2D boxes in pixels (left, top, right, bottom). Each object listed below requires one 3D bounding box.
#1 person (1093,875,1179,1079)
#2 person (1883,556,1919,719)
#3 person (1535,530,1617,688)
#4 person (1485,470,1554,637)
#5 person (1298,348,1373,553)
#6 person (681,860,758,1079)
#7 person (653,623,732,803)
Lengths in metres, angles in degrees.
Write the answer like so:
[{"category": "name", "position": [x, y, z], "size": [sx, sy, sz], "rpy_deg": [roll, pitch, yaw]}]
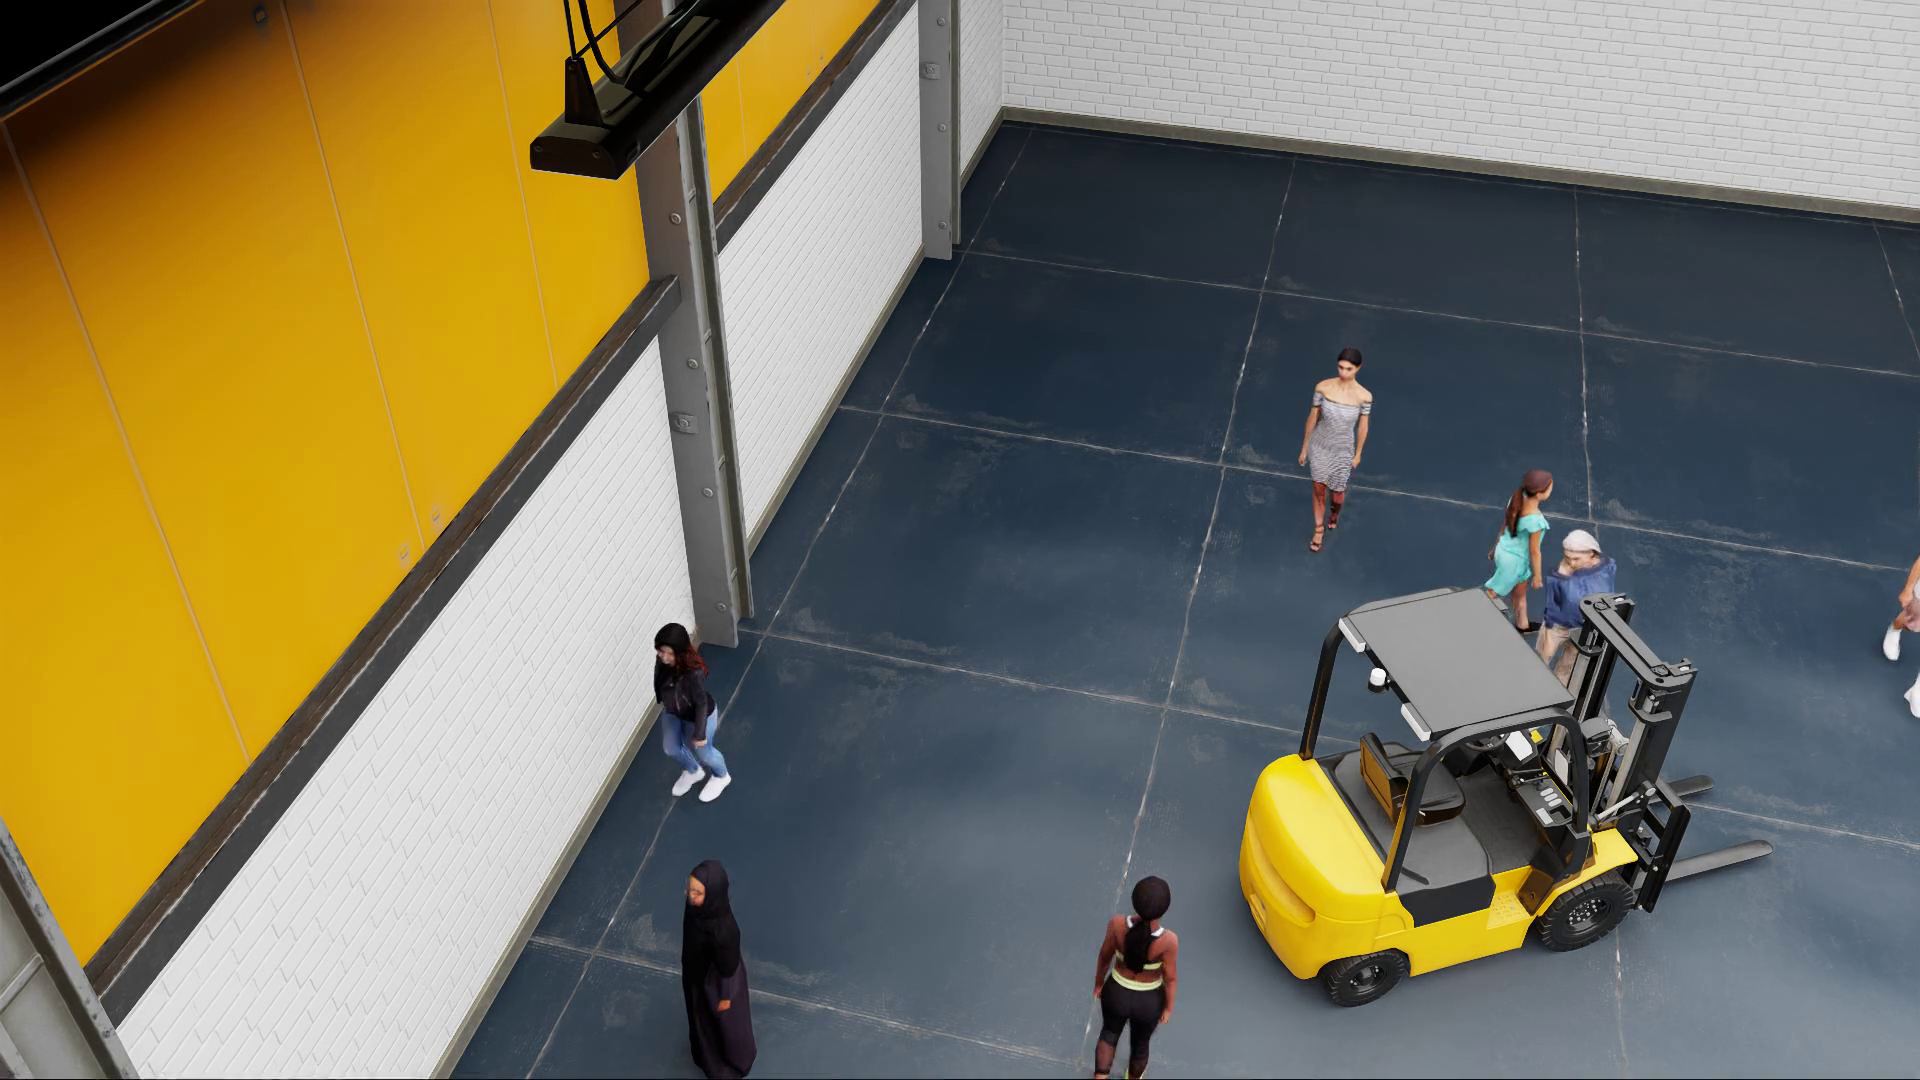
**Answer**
[{"category": "person", "position": [0.876, 2.474, 8.729], "size": [0.622, 1.741, 0.789], "rpy_deg": [15, 41, 18]}, {"category": "person", "position": [6.762, 0.292, 11.448], "size": [0.637, 1.756, 1.104], "rpy_deg": [10, 40, 12]}, {"category": "person", "position": [4.135, 0.556, 11.184], "size": [0.838, 1.674, 0.784], "rpy_deg": [-17, 42, -20]}, {"category": "person", "position": [3.848, 0.164, 11.793], "size": [0.887, 1.526, 1.052], "rpy_deg": [-5, 39, -6]}, {"category": "person", "position": [2.851, -0.706, 12.654], "size": [0.666, 1.810, 0.733], "rpy_deg": [16, 41, 19]}, {"category": "person", "position": [-1.326, 2.326, 9.017], "size": [0.775, 1.610, 0.706], "rpy_deg": [-16, 41, -19]}, {"category": "person", "position": [-1.691, 1.070, 10.594], "size": [0.835, 1.607, 0.792], "rpy_deg": [-24, 45, -27]}]
